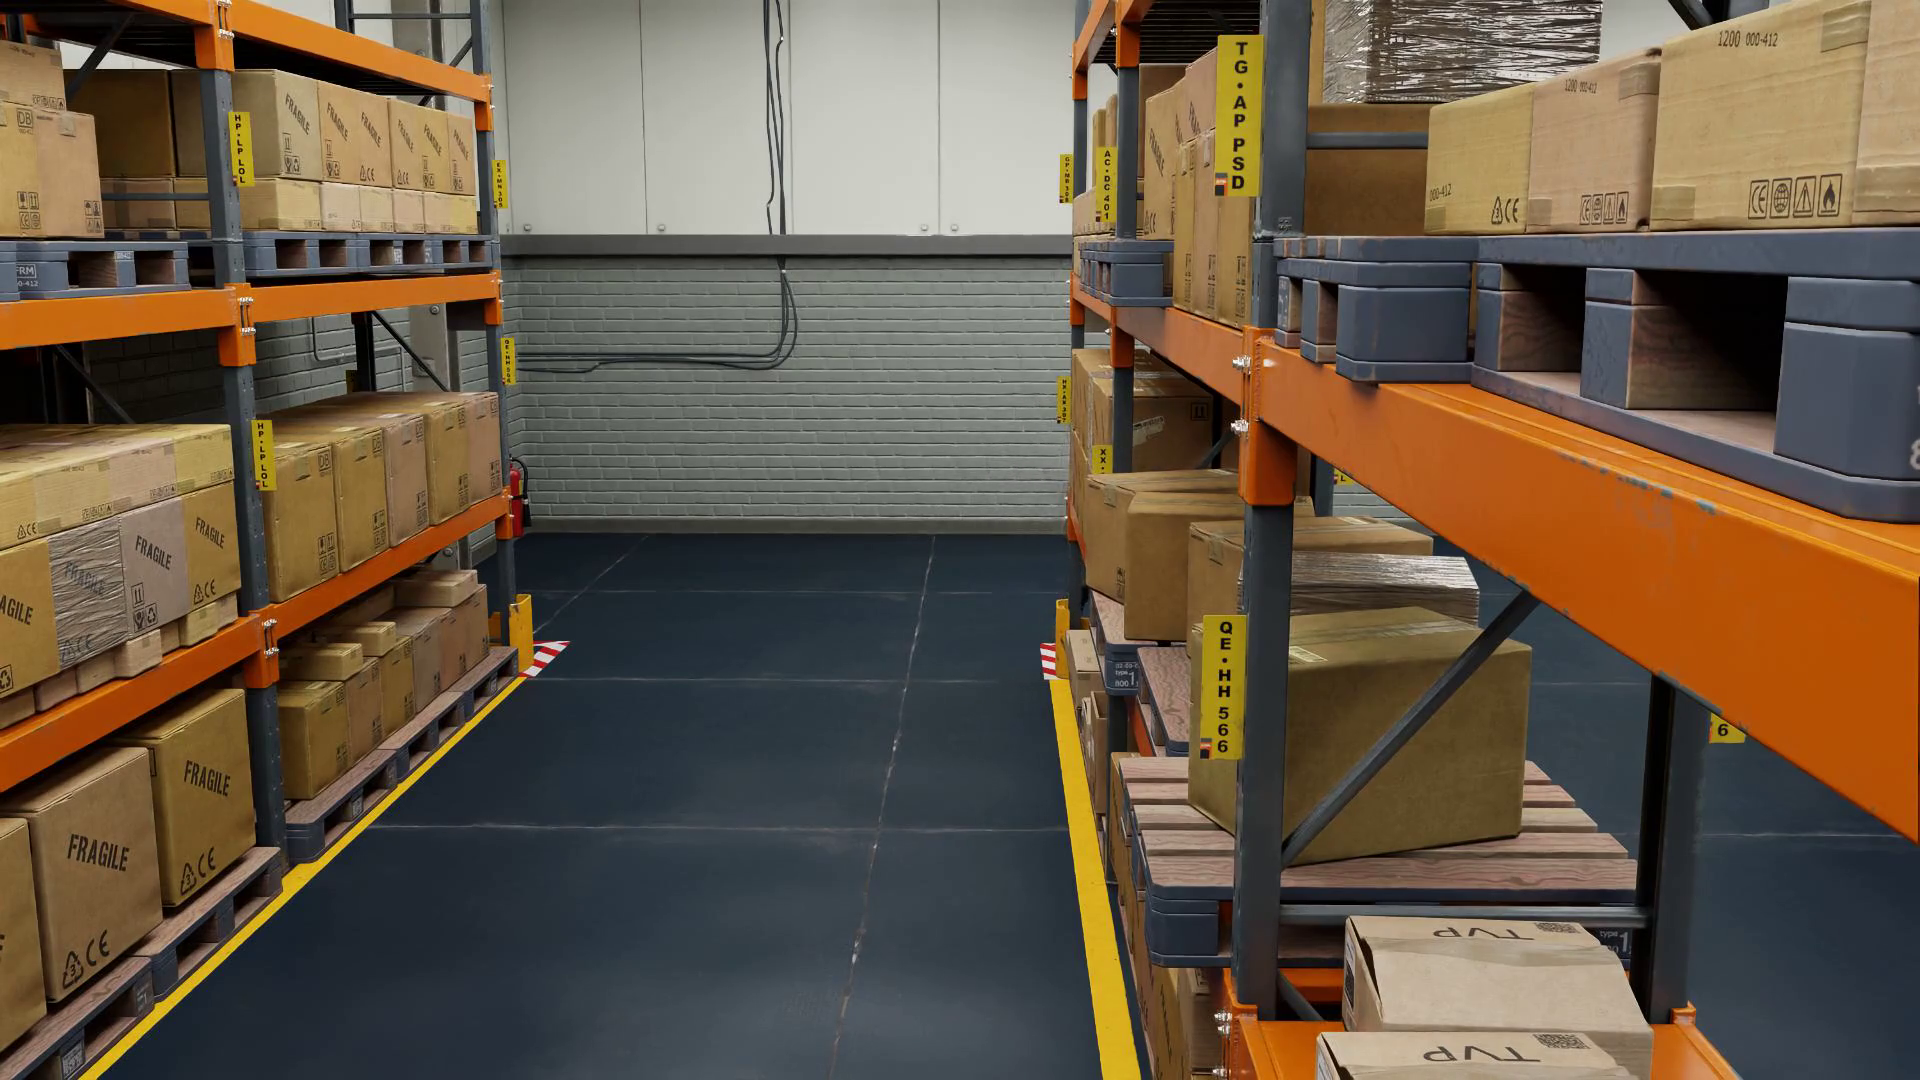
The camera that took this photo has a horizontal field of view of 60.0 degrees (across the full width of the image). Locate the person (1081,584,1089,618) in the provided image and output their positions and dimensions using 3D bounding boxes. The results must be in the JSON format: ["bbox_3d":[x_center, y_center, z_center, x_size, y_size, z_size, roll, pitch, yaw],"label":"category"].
[{"bbox_3d":[1.146,-0.213,12.940,0.908,1.934,0.605,-5,11,-25],"label":"person"}]
